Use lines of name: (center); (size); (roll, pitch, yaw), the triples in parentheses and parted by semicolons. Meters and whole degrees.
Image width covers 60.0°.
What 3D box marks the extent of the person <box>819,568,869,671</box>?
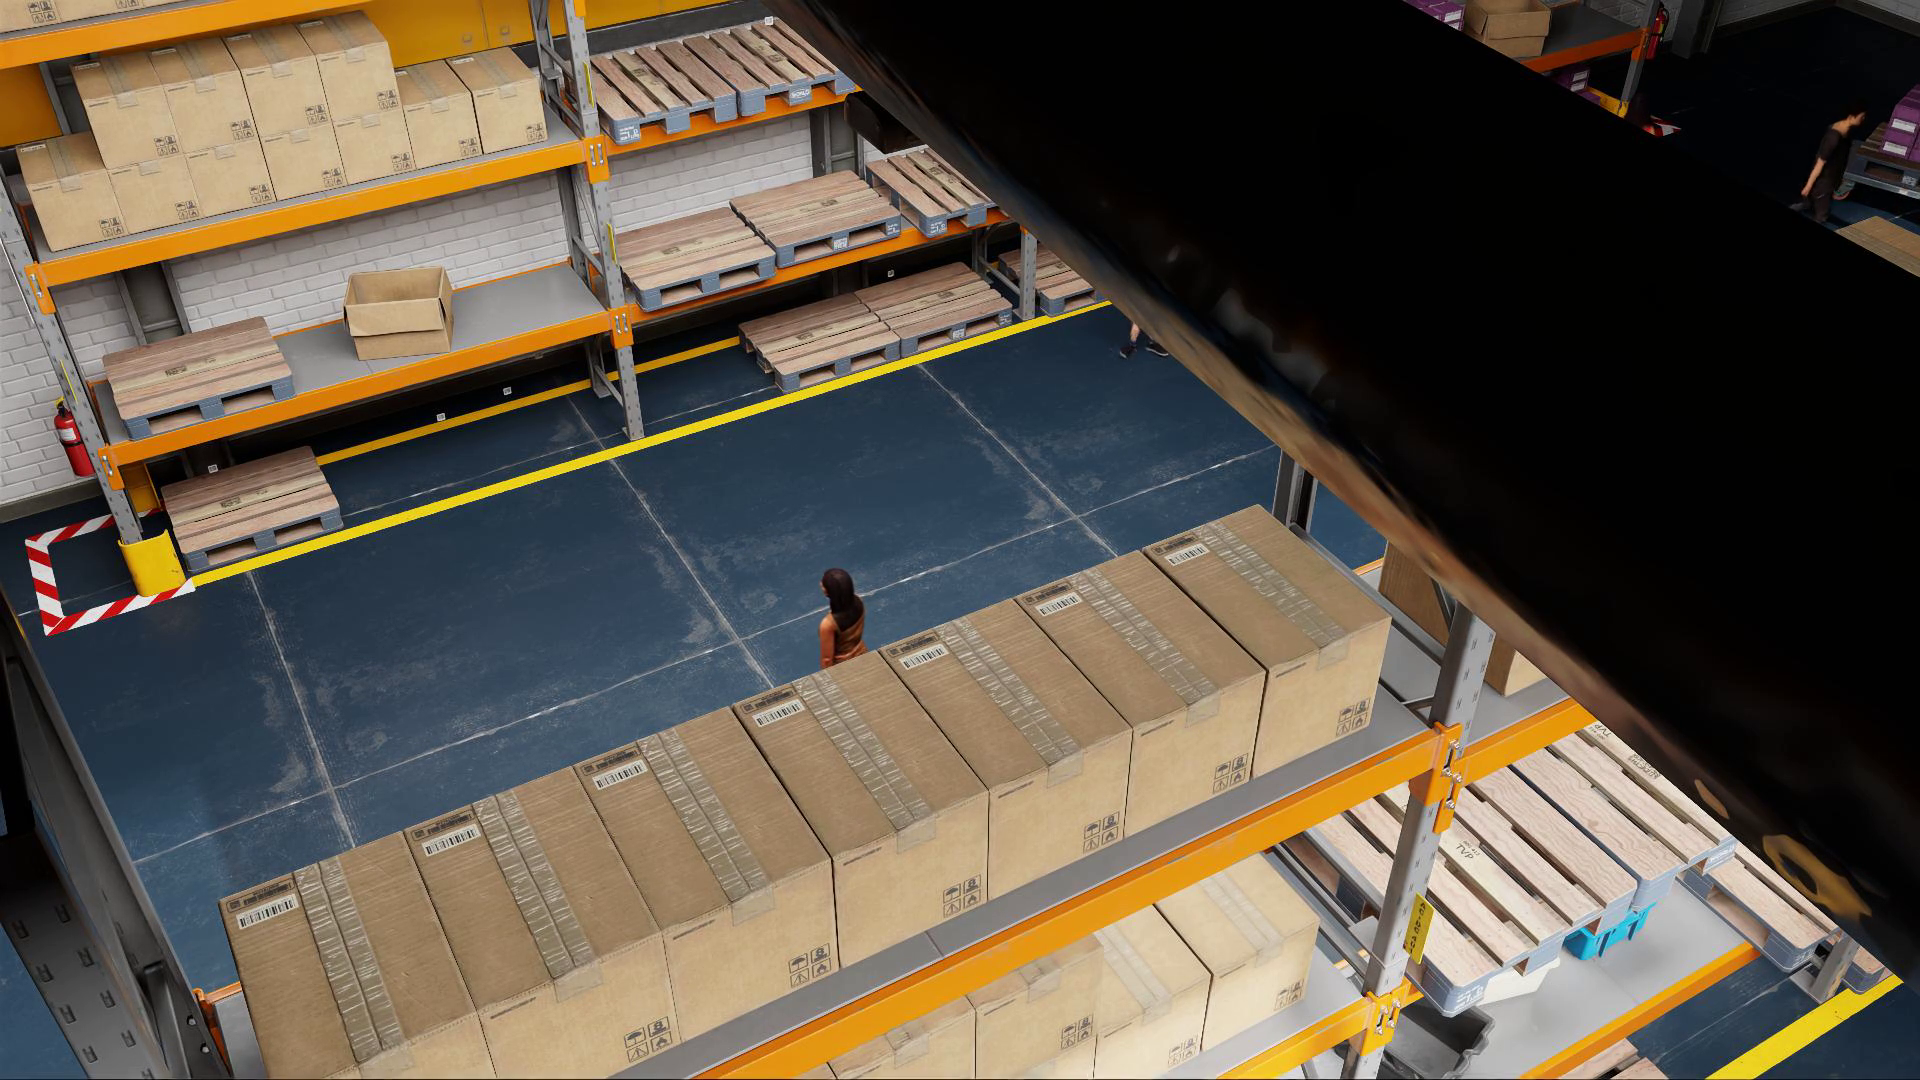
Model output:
person: (-0.748, 0.854, 10.925); (0.698, 1.683, 0.591); (21, 43, 24)

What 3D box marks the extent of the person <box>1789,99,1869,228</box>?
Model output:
person: (8.493, -3.604, 16.503); (0.983, 1.687, 1.074); (20, 43, 23)

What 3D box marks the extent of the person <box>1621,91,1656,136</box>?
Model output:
person: (6.564, -3.622, 16.502); (0.648, 1.716, 0.664); (19, 42, 22)
